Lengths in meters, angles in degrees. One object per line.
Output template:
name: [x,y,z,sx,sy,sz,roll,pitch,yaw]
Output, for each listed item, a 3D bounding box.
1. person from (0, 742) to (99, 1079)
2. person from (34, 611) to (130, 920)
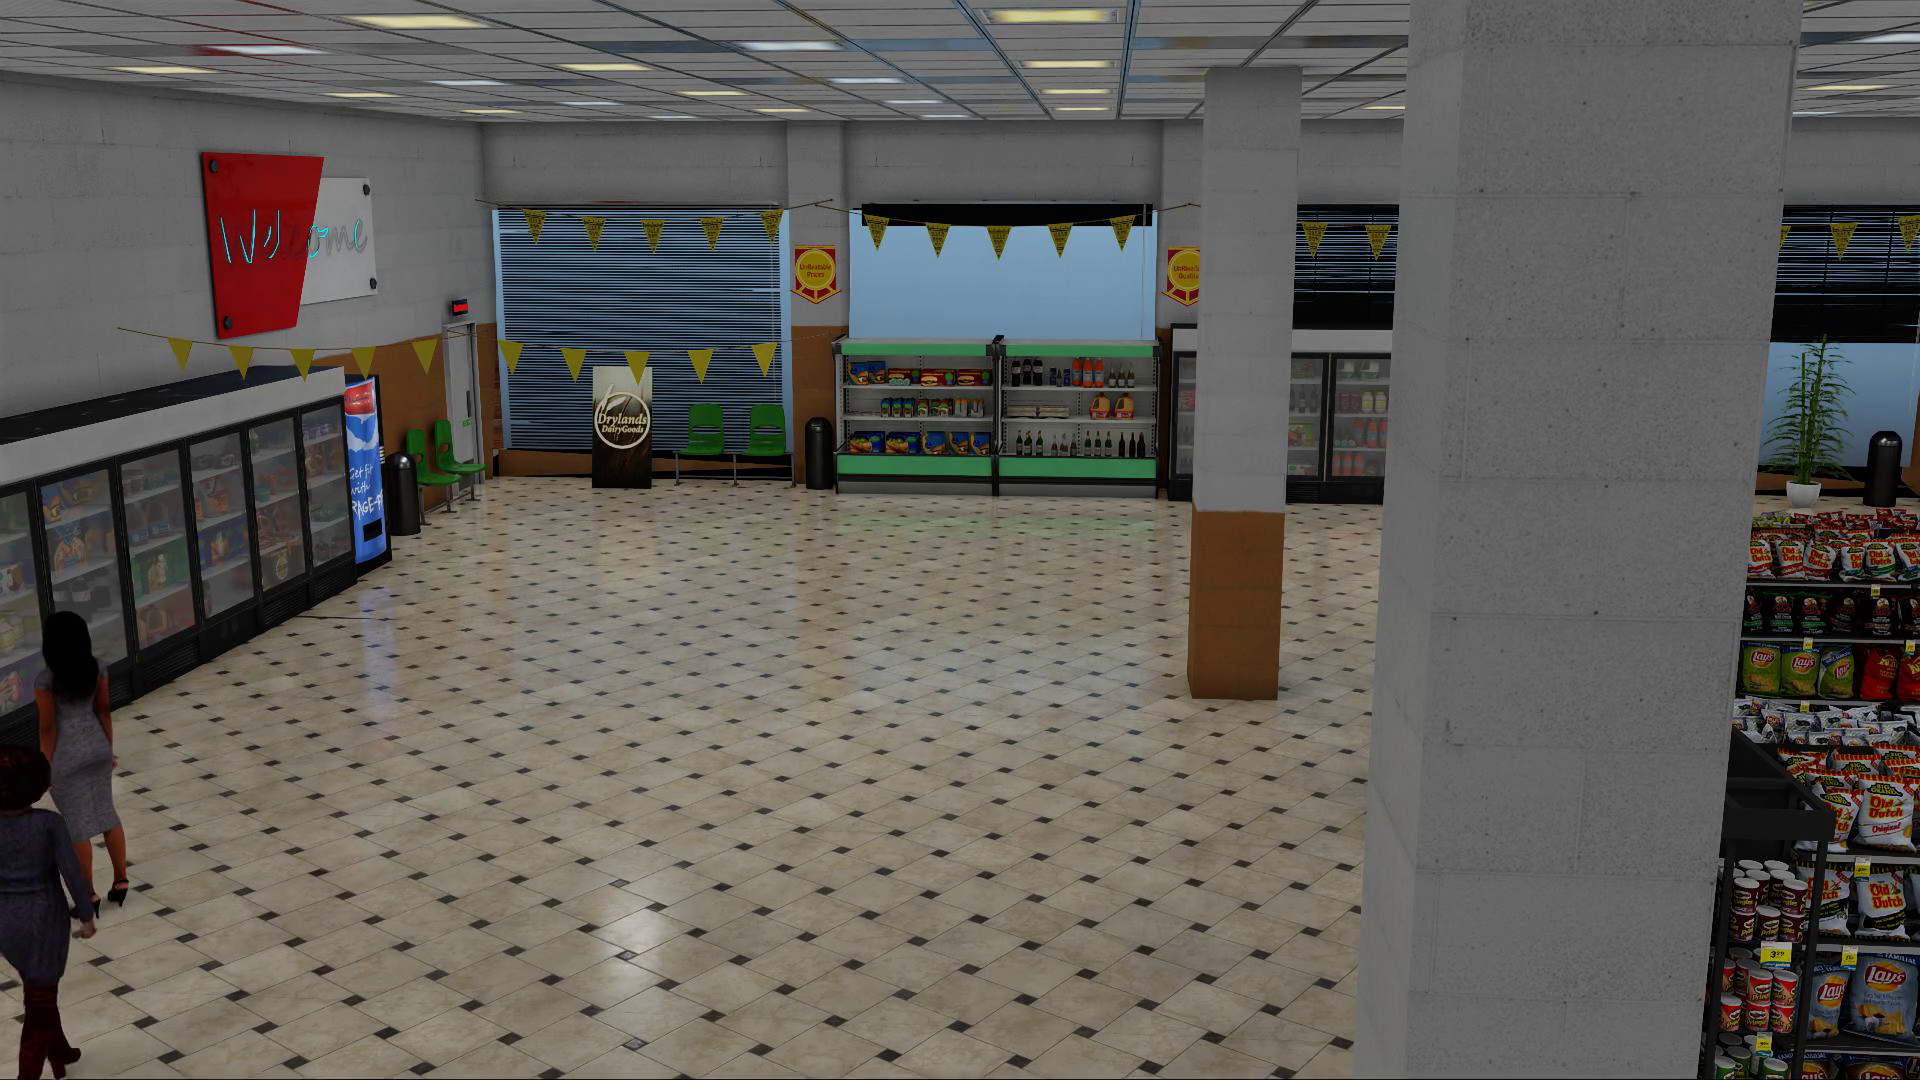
person: [-4.115,1.772,7.311,1.089,1.671,0.825,-1,12,-6]
person: [-4.987,1.269,9.433,0.668,1.781,0.669,7,14,29]
